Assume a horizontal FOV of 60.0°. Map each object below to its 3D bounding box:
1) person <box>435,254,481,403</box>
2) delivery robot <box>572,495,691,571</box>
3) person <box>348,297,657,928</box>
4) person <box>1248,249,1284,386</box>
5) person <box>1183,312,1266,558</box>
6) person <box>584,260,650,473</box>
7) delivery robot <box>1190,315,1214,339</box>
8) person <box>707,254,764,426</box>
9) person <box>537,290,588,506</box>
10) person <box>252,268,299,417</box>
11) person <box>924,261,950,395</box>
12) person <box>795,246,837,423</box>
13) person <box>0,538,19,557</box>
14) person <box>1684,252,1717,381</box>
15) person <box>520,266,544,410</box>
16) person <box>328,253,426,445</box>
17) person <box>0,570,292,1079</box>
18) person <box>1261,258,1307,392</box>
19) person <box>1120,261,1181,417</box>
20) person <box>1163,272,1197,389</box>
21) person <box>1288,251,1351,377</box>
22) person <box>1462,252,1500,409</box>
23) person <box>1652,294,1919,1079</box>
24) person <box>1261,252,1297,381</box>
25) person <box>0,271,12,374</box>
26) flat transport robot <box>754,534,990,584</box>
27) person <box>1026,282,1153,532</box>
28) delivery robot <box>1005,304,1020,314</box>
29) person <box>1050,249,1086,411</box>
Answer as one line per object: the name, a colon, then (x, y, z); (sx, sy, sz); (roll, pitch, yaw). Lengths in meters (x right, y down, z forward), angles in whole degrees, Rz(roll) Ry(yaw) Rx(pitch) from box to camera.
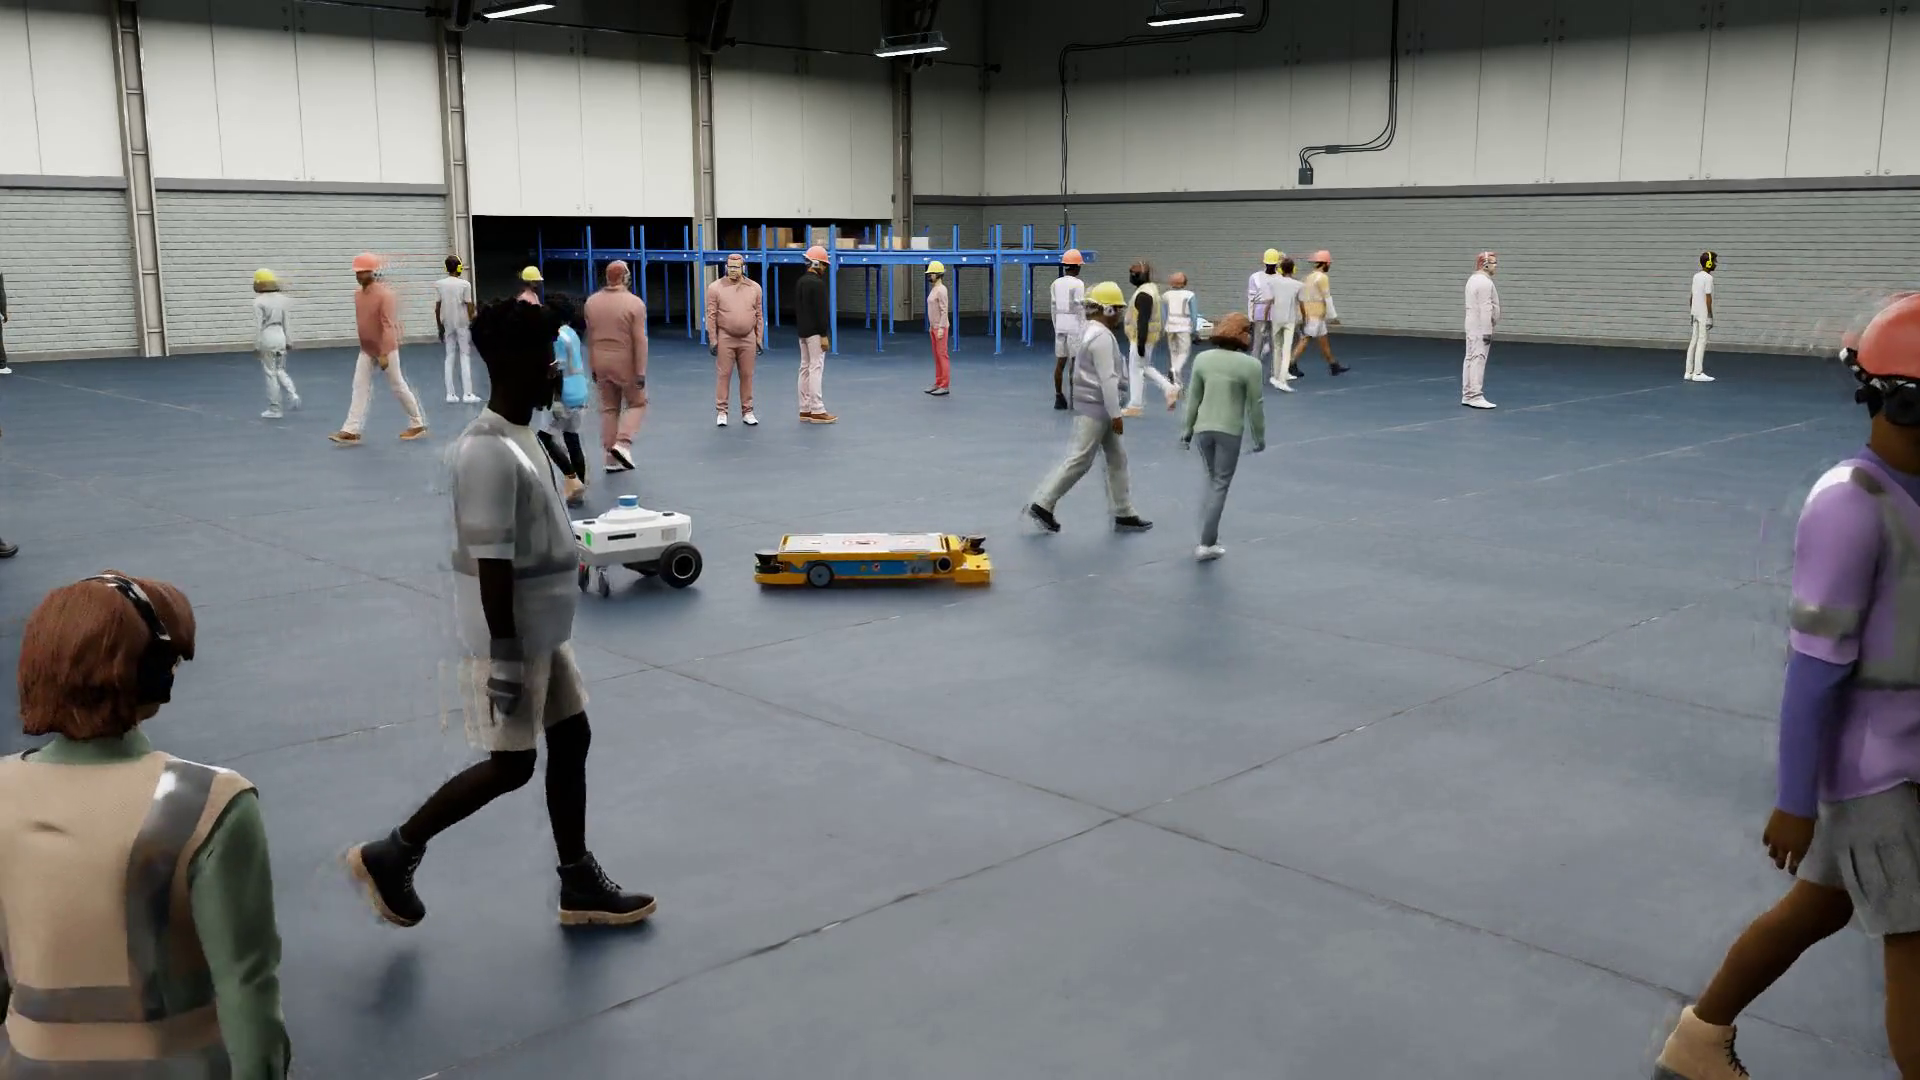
person: (-6.382, -2.677, 21.099); (0.534, 1.866, 0.315); (2, 11, 11)
delivery robot: (-2.005, -0.028, 10.093); (0.707, 0.478, 0.477); (-7, 13, -34)
person: (-1.393, 0.248, 4.969); (0.826, 1.940, 0.601); (-1, 10, -5)
person: (4.362, -3.142, 23.499); (0.585, 1.917, 0.381); (0, 10, 2)
person: (1.767, -0.696, 10.984); (0.524, 1.605, 0.586); (9, 14, 41)
person: (-3.040, -1.541, 14.853); (0.651, 1.893, 0.443); (4, 11, 20)
delivery robot: (4.740, -4.210, 32.899); (0.477, 0.478, 0.707); (-3, 11, -14)
person: (-2.492, -2.234, 18.589); (0.642, 1.905, 0.399); (-4, 11, -20)
person: (-3.096, -1.093, 12.941); (0.373, 1.681, 0.553); (1, 10, 3)
person: (-8.013, -2.294, 19.365); (0.405, 1.728, 0.509); (5, 11, 24)
person: (-0.307, -2.828, 22.195); (0.318, 1.769, 0.522); (-3, 11, -16)
person: (-1.651, -2.337, 18.924); (0.396, 1.985, 0.608); (-6, 12, -30)
person: (-6.545, -0.839, 10.882); (0.548, 1.937, 0.379); (1, 10, 6)
person: (10.866, -3.269, 24.323); (0.311, 1.869, 0.534); (-1, 10, -3)
person: (-5.252, -2.448, 20.181); (0.580, 1.744, 0.526); (-1, 10, -5)
person: (-5.958, -1.955, 17.002); (0.620, 1.933, 1.064); (7, 12, 32)
person: (-1.240, 0.858, 2.473); (0.544, 1.621, 0.414); (2, 11, 11)
person: (4.451, -2.950, 22.793); (0.585, 1.803, 0.978); (3, 11, 18)
person: (2.204, -2.339, 19.398); (0.655, 1.821, 0.647); (2, 11, 13)
person: (2.973, -2.865, 22.821); (0.515, 1.615, 0.655); (7, 13, 34)
person: (5.385, -3.395, 25.001); (1.056, 1.883, 0.548); (-1, 10, -6)
person: (6.442, -2.591, 20.522); (0.401, 1.910, 0.640); (0, 10, 1)
person: (2.021, 0.462, 3.650); (0.952, 2.001, 0.627); (9, 14, 40)
person: (4.551, -3.255, 24.264); (0.809, 1.875, 0.650); (-2, 11, -12)
person: (-14.924, -3.500, 25.467); (0.590, 1.913, 0.399); (-3, 11, -17)
flat transport robot: (-0.543, 0.109, 10.381); (1.431, 0.197, 0.652); (0, 10, -3)
person: (0.918, -0.942, 11.872); (0.896, 1.796, 0.594); (0, 10, 1)
delivery robot: (1.228, -5.322, 38.252); (0.335, 0.223, 0.698); (-1, 10, -3)
person: (1.350, -2.557, 20.249); (0.363, 1.939, 0.542); (-9, 13, -39)
